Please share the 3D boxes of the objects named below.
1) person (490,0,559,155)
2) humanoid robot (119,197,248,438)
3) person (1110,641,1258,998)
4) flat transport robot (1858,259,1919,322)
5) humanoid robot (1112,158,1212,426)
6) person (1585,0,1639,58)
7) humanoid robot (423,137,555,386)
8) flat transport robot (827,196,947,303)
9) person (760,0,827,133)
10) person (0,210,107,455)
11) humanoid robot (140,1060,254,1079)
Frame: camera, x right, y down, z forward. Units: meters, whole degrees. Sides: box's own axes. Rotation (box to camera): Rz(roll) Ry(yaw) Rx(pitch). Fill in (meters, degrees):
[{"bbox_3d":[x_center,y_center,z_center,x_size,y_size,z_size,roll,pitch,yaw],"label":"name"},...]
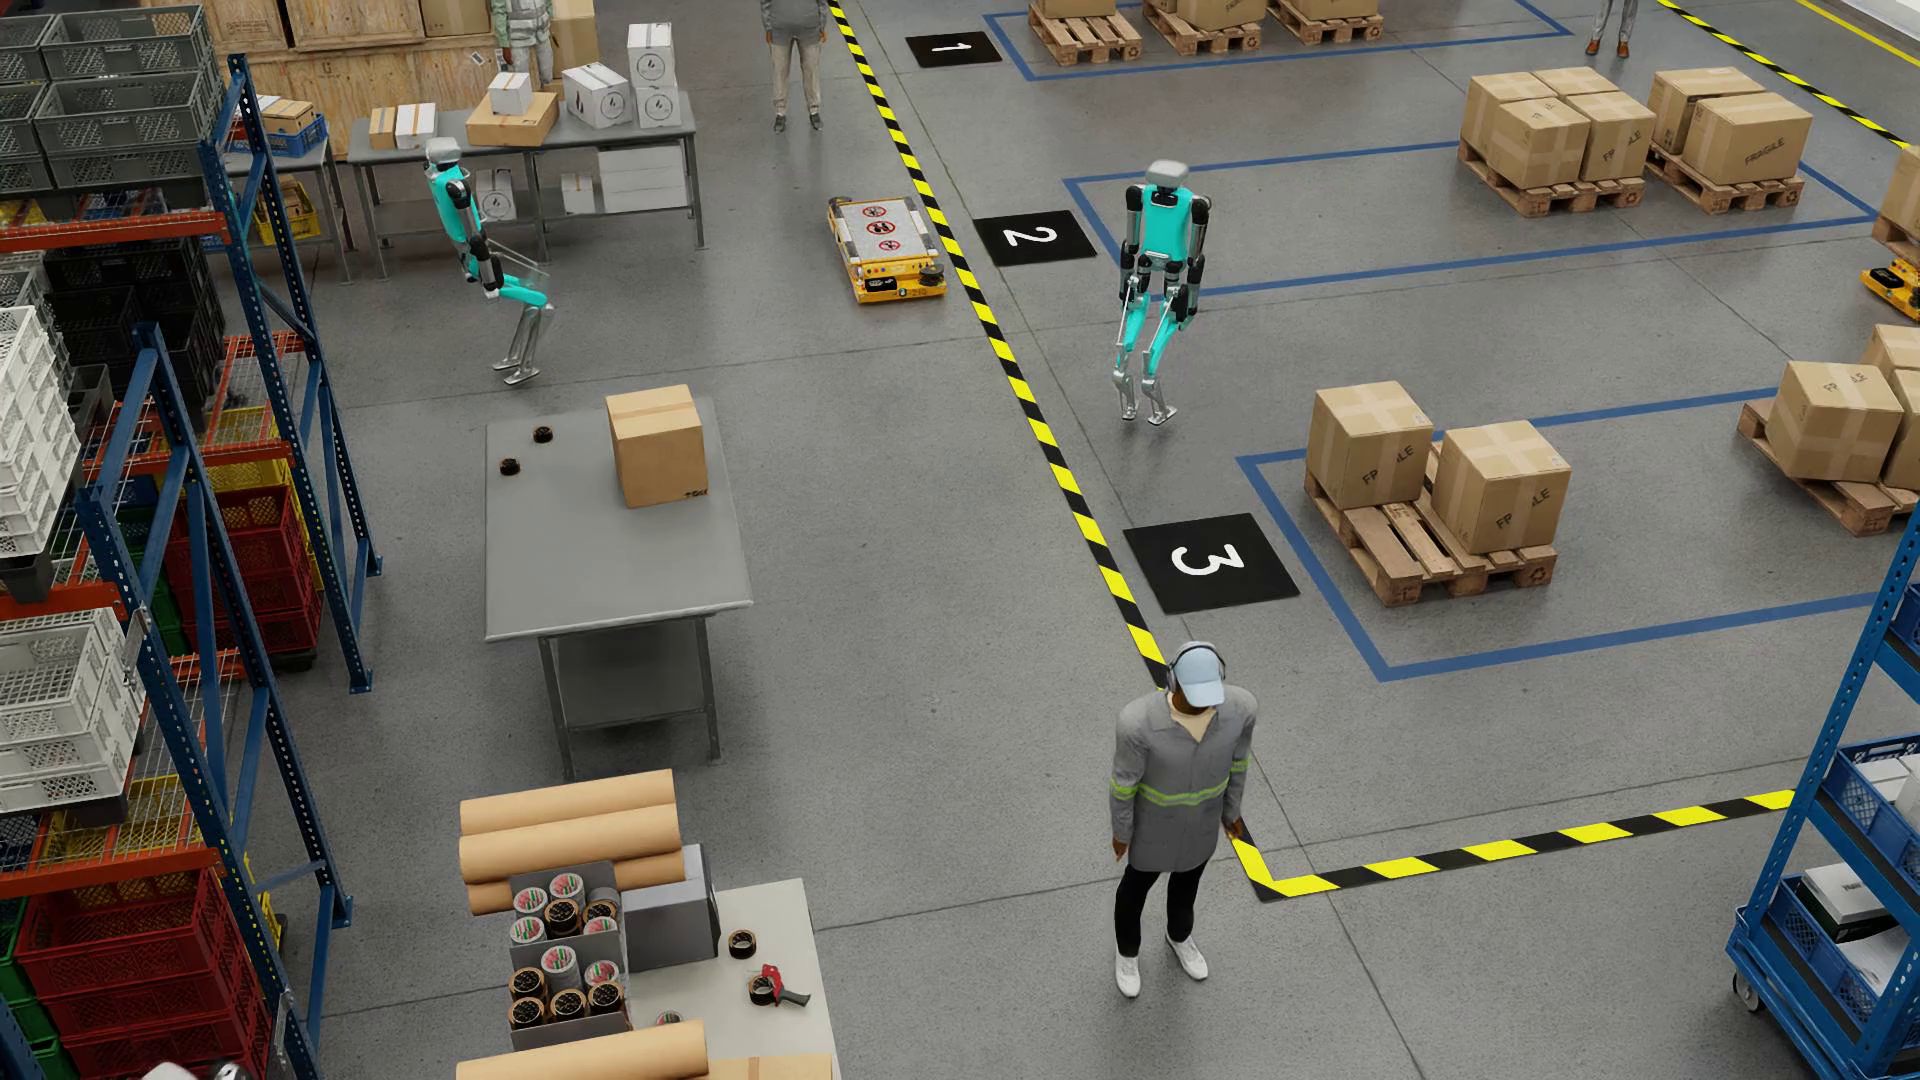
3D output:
[{"bbox_3d":[-3.574,-4.176,13.771,0.412,1.939,0.602,25,43,29],"label":"person"},{"bbox_3d":[-4.846,-1.381,10.244,0.608,1.622,0.691,20,41,24],"label":"humanoid robot"},{"bbox_3d":[0.888,1.127,6.713,0.589,1.852,0.401,-9,38,-11],"label":"person"},{"bbox_3d":[7.386,-1.896,12.079,1.431,0.197,0.652,-8,37,-10],"label":"flat transport robot"},{"bbox_3d":[1.140,-1.429,10.133,0.533,1.675,0.735,17,40,22],"label":"humanoid robot"},{"bbox_3d":[6.279,-5.474,15.558,0.590,1.884,0.361,10,38,14],"label":"person"},{"bbox_3d":[-2.941,-1.822,10.686,0.748,1.684,0.532,-22,42,-27],"label":"humanoid robot"},{"bbox_3d":[-0.570,-2.220,12.538,0.659,0.231,1.431,-8,37,-10],"label":"flat transport robot"},{"bbox_3d":[-1.403,-4.353,14.150,0.562,1.763,0.403,-5,37,-6],"label":"person"},{"bbox_3d":[-5.510,-1.182,9.833,0.404,1.831,0.596,15,39,19],"label":"person"},{"bbox_3d":[-2.534,2.208,5.343,0.993,1.725,0.544,12,38,16],"label":"humanoid robot"}]
